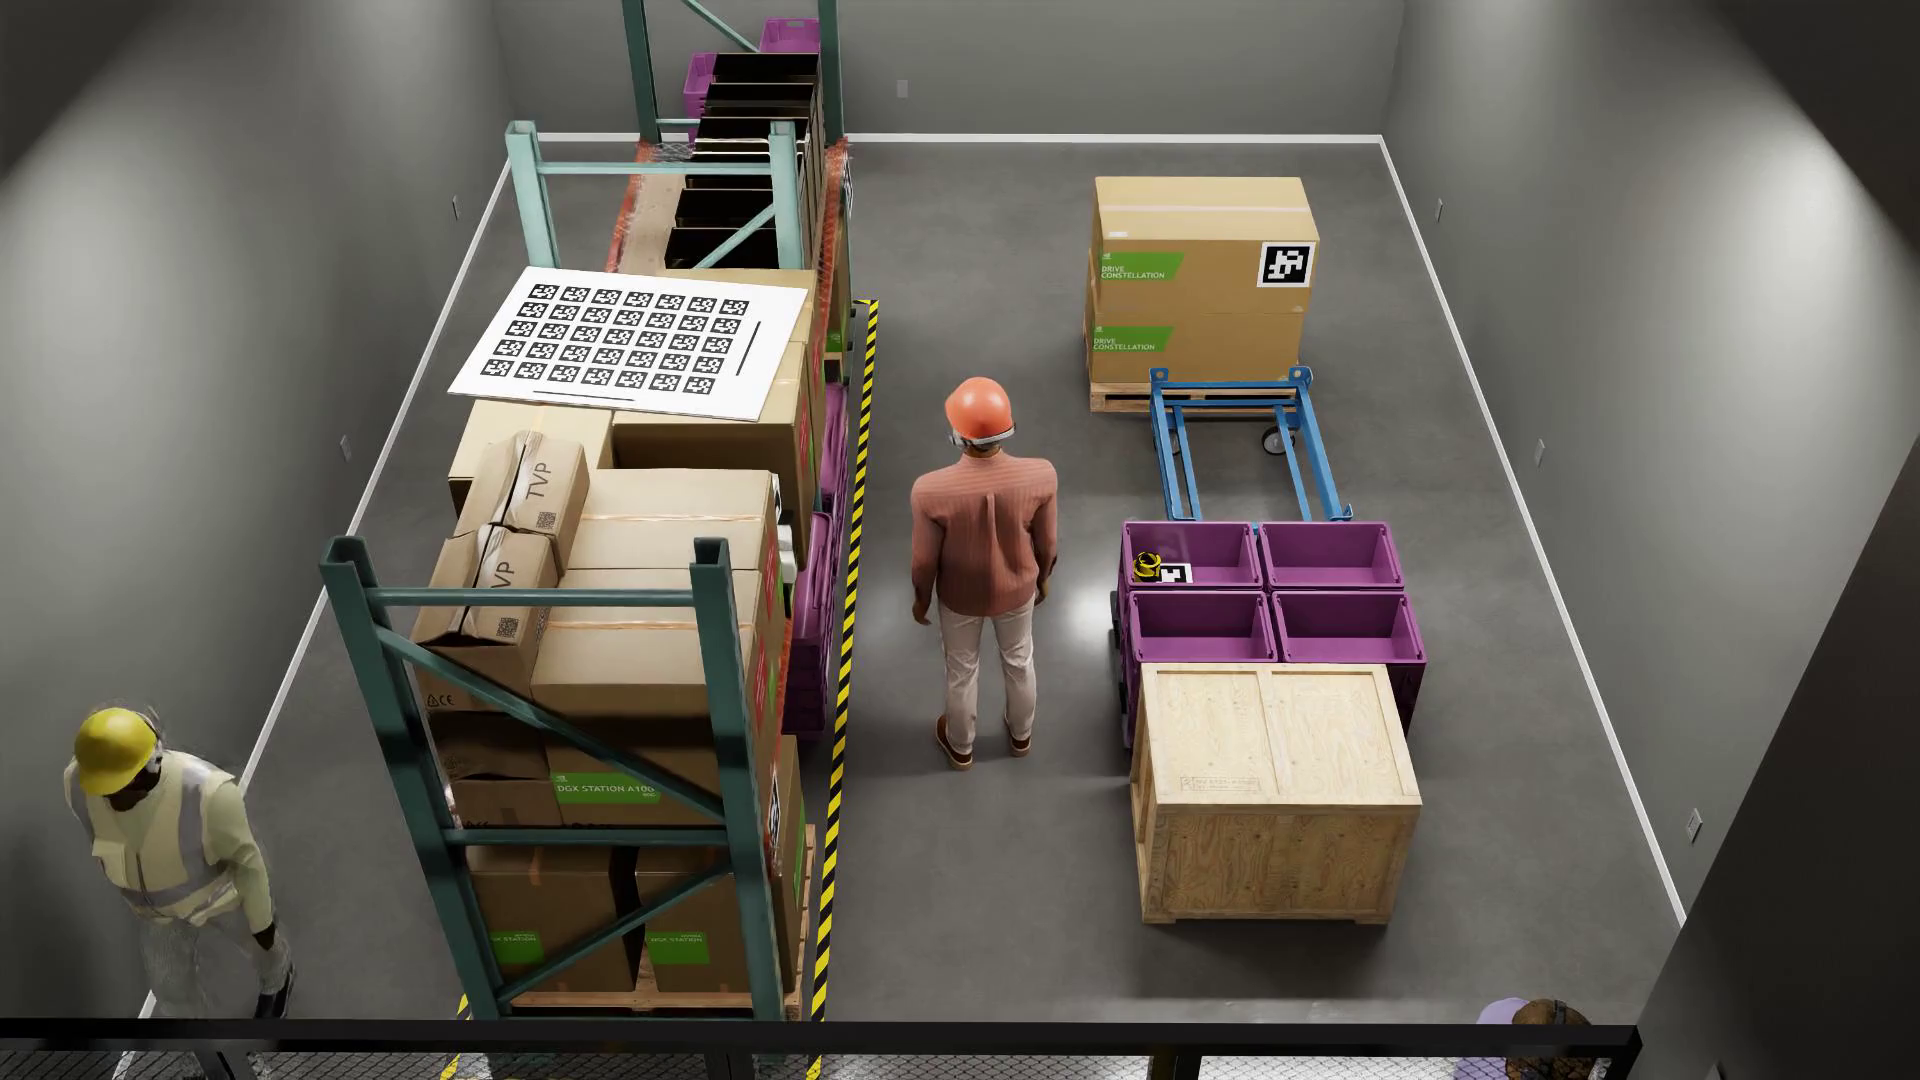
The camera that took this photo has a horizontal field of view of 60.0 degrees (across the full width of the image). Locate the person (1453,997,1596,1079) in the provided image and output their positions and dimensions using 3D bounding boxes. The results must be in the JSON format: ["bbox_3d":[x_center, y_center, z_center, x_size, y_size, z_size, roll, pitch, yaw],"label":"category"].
[{"bbox_3d":[1.532,1.943,4.897,0.362,1.939,0.636,10,42,12],"label":"person"}]

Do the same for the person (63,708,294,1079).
[{"bbox_3d":[-2.695,1.288,5.741,0.631,1.799,0.785,1,41,1],"label":"person"}]

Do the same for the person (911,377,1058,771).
[{"bbox_3d":[0.096,0.171,6.874,0.610,1.997,0.376,-8,42,-9],"label":"person"}]
